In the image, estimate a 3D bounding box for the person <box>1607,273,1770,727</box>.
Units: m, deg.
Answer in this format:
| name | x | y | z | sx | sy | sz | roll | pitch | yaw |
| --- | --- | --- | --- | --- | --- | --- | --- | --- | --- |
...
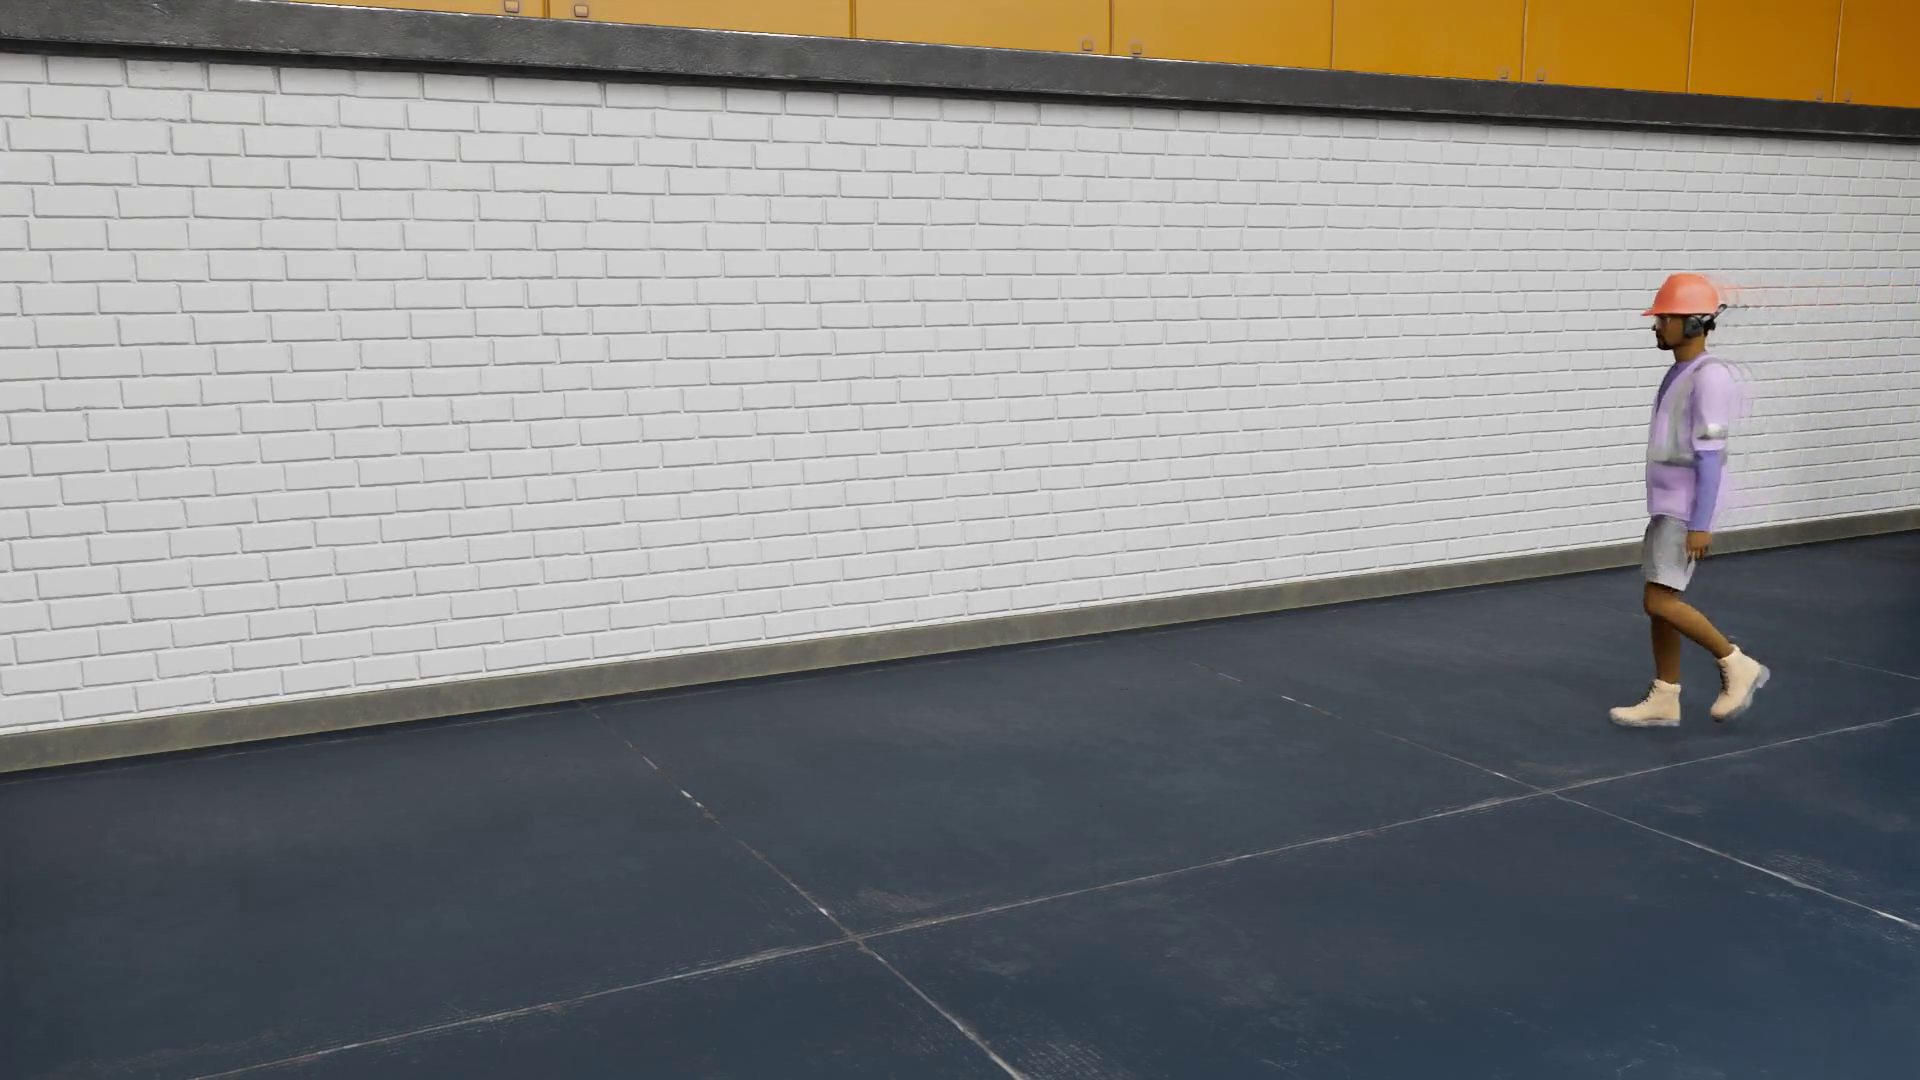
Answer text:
| name | x | y | z | sx | sy | sz | roll | pitch | yaw |
| --- | --- | --- | --- | --- | --- | --- | --- | --- | --- |
| person | 3.217 | -0.146 | 7.297 | 0.549 | 2.031 | 0.623 | 1 | 10 | 7 |
